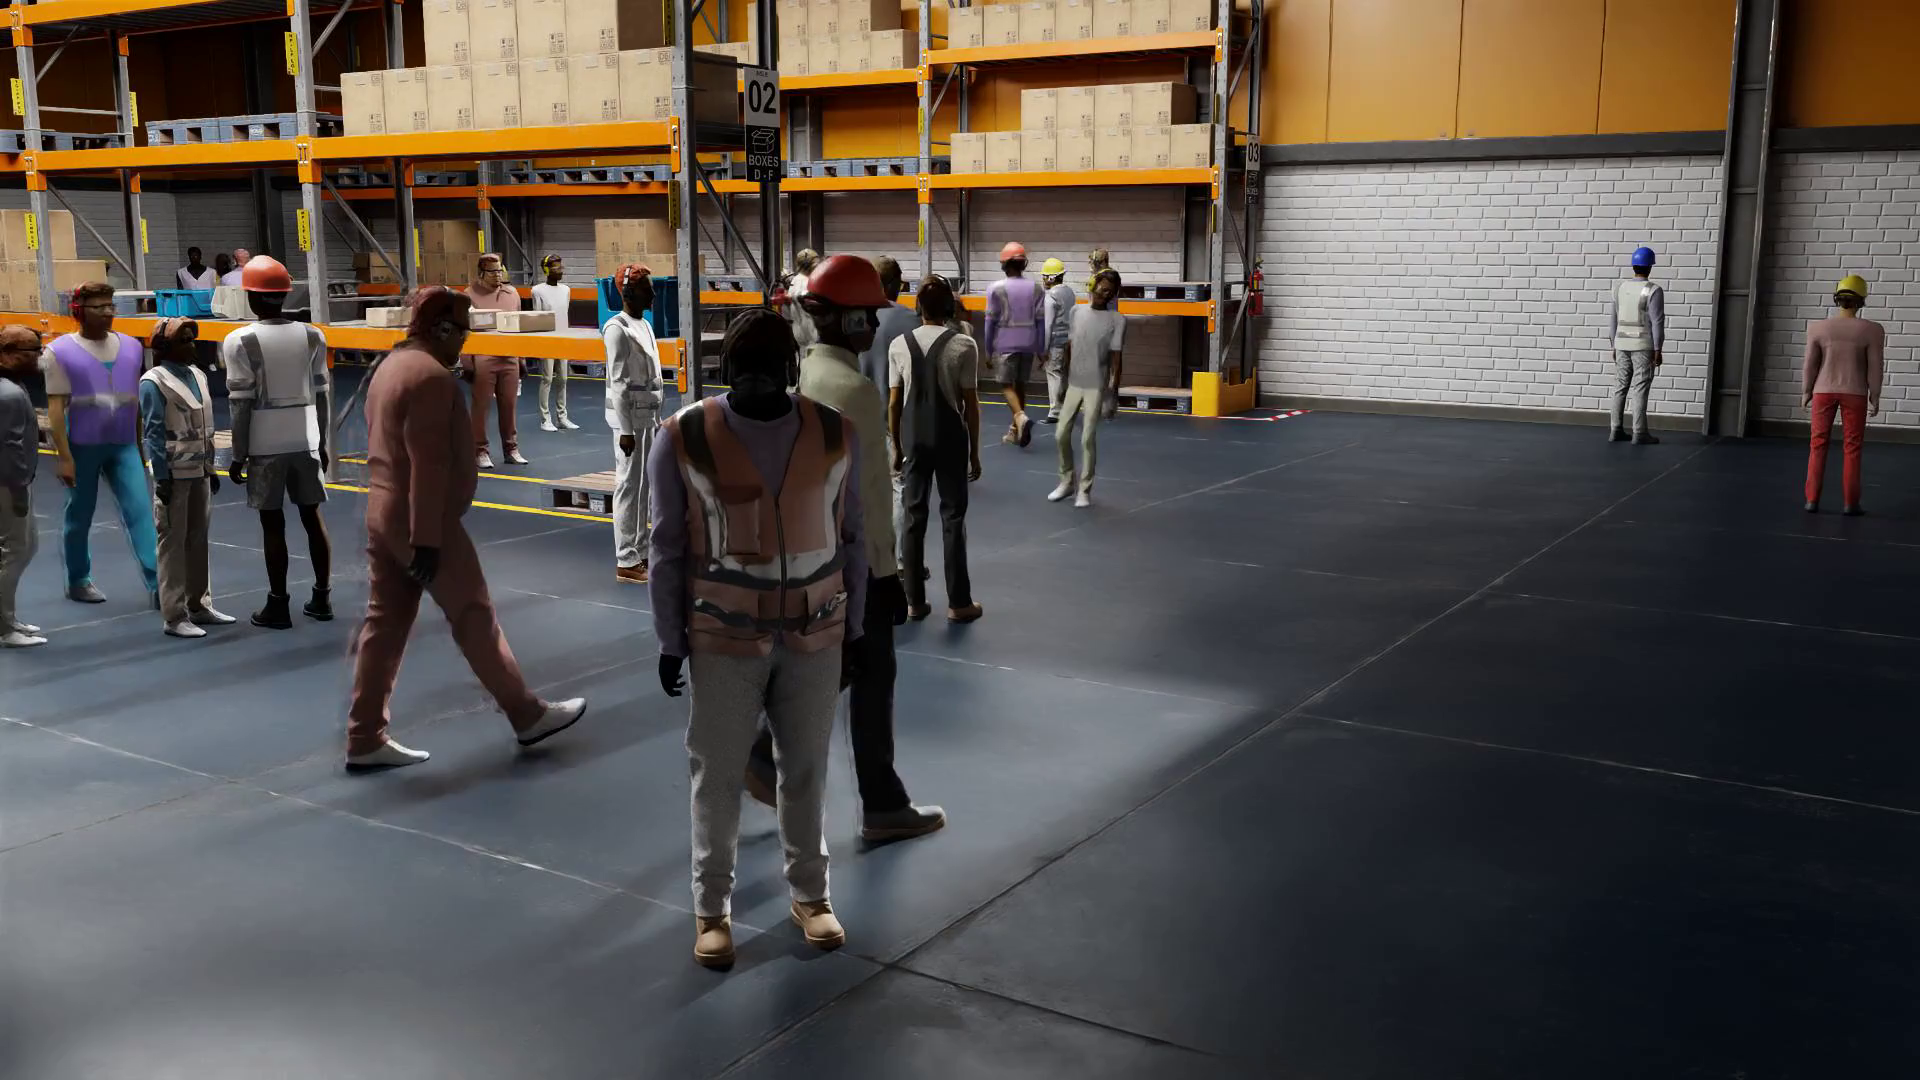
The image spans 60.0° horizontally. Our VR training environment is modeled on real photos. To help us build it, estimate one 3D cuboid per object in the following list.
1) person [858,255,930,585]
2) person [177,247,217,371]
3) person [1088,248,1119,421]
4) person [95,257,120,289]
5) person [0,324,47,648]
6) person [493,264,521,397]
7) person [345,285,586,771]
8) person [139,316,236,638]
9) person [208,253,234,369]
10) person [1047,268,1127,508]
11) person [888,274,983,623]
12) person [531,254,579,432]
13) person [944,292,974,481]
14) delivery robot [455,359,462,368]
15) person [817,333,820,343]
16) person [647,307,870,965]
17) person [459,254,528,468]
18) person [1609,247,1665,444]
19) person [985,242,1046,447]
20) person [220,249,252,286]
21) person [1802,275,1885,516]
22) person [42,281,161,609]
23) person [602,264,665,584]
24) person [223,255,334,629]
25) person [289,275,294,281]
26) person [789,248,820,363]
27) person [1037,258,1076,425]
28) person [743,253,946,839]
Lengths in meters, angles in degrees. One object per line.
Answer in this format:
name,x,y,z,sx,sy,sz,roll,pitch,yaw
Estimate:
person,-0.449,-0.699,9.804,0.627,1.934,0.371,4,11,19
person,-11.760,-3.564,25.719,0.590,1.918,0.391,-4,11,-19
person,1.592,-2.292,18.634,0.378,1.933,0.628,3,11,18
person,-13.937,-3.721,27.090,0.786,1.737,0.525,8,13,36
person,-4.734,-0.267,8.312,0.393,1.609,0.521,-6,12,-29
person,-5.925,-2.717,21.533,0.310,1.735,0.484,5,11,25
person,-1.970,-0.046,6.444,0.983,1.840,0.714,-8,13,-36
person,-3.995,-0.327,8.556,0.306,1.640,0.523,1,10,4
person,-11.398,-3.545,25.872,0.661,1.817,0.457,-8,13,-39
person,0.973,-1.141,12.578,0.621,1.814,0.345,7,12,32
person,-0.130,-0.477,8.815,0.507,1.847,0.351,4,11,21
person,-4.300,-2.087,17.670,0.319,1.869,0.532,7,13,35
person,-0.046,-1.214,13.546,0.398,1.609,0.642,7,13,35
delivery robot,-7.016,-2.647,24.157,0.707,0.478,0.477,7,12,33
person,-1.747,-2.357,19.657,0.321,1.692,0.530,9,13,40
person,-0.550,0.270,4.688,0.635,1.840,0.429,-4,11,-20
person,-4.153,-1.593,14.856,0.403,1.900,0.638,9,14,41
person,6.743,-1.929,16.566,0.375,1.950,0.614,-5,12,-27
person,0.567,-1.883,16.170,0.614,2.015,0.858,-4,11,-20
person,-9.185,-2.783,21.430,0.652,1.904,0.403,-9,13,-39
person,6.510,-1.063,12.286,0.533,1.767,0.326,7,13,35
person,-4.657,-0.504,9.092,0.990,1.792,0.590,6,12,31
person,-1.915,-0.688,9.884,0.356,1.882,0.574,1,10,5
person,-3.560,-0.504,8.698,0.354,1.942,0.543,9,14,41
person,-7.897,-2.305,19.529,0.285,1.633,0.501,4,11,21
person,-1.570,-2.009,17.043,0.357,1.938,0.637,-2,11,-13
person,1.050,-2.165,18.245,0.404,1.827,0.596,6,12,32
person,-0.389,0.046,5.534,0.650,1.980,0.639,-5,11,-25
